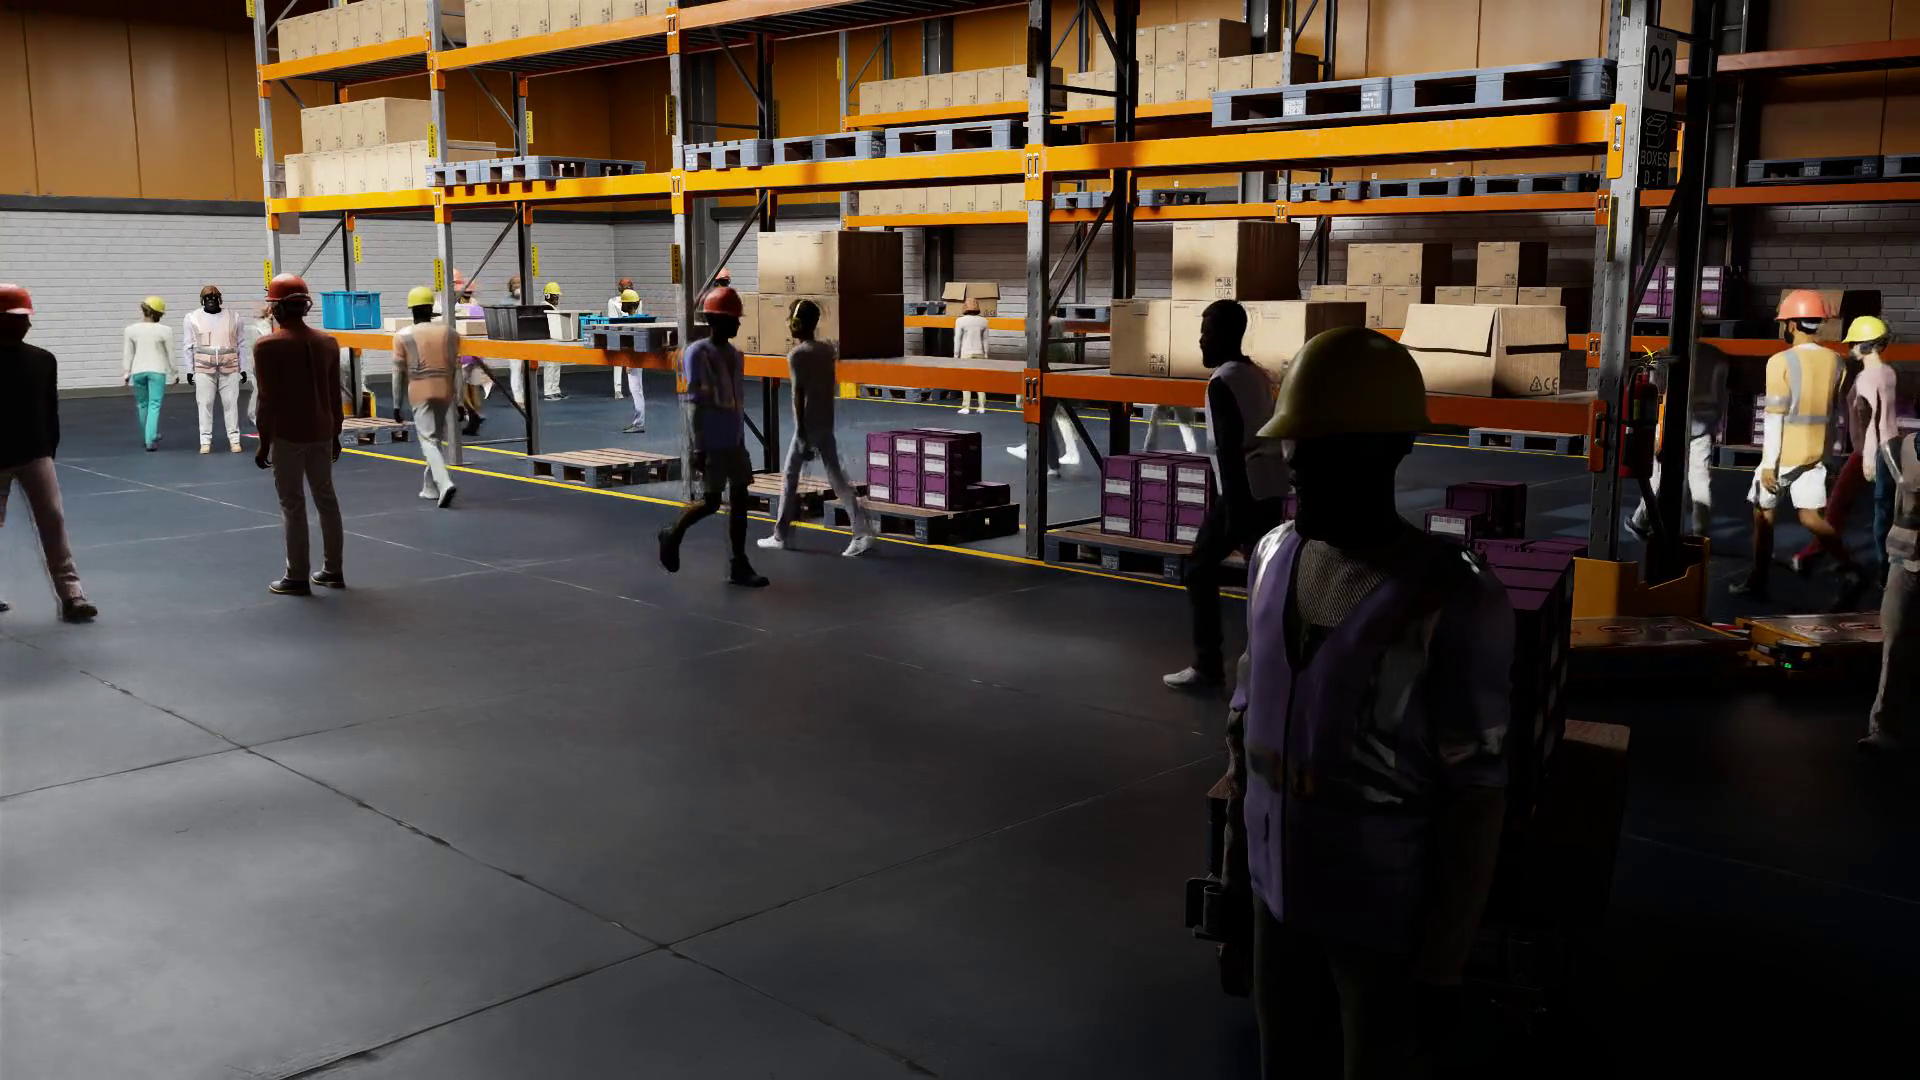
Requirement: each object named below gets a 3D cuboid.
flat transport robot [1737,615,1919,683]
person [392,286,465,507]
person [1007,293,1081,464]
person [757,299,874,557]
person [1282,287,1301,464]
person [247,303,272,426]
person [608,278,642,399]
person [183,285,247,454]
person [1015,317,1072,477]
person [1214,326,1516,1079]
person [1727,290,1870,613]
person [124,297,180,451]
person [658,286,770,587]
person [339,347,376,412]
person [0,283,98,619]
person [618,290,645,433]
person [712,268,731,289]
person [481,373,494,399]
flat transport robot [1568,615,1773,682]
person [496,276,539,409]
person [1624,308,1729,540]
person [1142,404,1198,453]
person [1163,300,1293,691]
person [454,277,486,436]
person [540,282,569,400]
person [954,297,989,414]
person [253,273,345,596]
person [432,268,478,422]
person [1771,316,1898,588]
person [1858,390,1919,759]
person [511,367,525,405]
[{"bbox_3d":[4.629,0.527,8.393,1.431,0.197,0.652,-2,9,-10],"label":"flat transport robot"},{"bbox_3d":[-4.529,-1.233,14.273,0.594,1.888,0.941,-8,12,-40],"label":"person"},{"bbox_3d":[0.865,-1.701,17.321,0.953,1.814,0.520,5,11,28],"label":"person"},{"bbox_3d":[-1.005,-0.787,11.740,1.006,1.824,0.529,8,12,40],"label":"person"},{"bbox_3d":[3.142,-1.527,15.980,0.636,1.911,0.405,-4,10,-25],"label":"person"},{"bbox_3d":[-8.827,-2.215,21.163,0.810,1.598,0.539,7,11,35],"label":"person"},{"bbox_3d":[-5.207,-3.142,25.954,0.583,1.882,0.337,-7,11,-35],"label":"person"},{"bbox_3d":[-8.156,-1.863,18.241,0.637,1.842,0.429,-5,10,-27],"label":"person"},{"bbox_3d":[0.808,-1.416,16.221,0.517,1.598,0.715,-6,11,-31],"label":"person"},{"bbox_3d":[0.654,0.603,2.864,0.364,1.927,0.587,-6,11,-32],"label":"person"},{"bbox_3d":[4.990,-0.515,9.808,0.554,1.908,0.878,-3,10,-17],"label":"person"},{"bbox_3d":[-9.070,-1.856,18.650,0.541,1.704,0.853,0,9,-1],"label":"person"},{"bbox_3d":[-1.583,-0.653,10.605,0.724,1.919,0.560,6,11,33],"label":"person"},{"bbox_3d":[-7.844,-2.295,21.376,0.800,1.695,0.509,7,12,38],"label":"person"},{"bbox_3d":[-5.479,-0.501,9.623,1.043,1.945,0.615,7,12,37],"label":"person"},{"bbox_3d":[-4.054,-2.203,20.559,0.308,1.769,0.525,-1,9,-8],"label":"person"},{"bbox_3d":[-3.452,-2.926,24.147,0.393,2.041,0.614,9,13,43],"label":"person"},{"bbox_3d":[-7.605,-3.089,25.659,0.802,1.880,0.648,1,9,4],"label":"person"},{"bbox_3d":[3.211,0.545,8.284,1.431,0.197,0.652,-2,9,-10],"label":"flat transport robot"},{"bbox_3d":[-6.357,-2.843,24.000,0.652,1.923,0.482,-6,11,-31],"label":"person"},{"bbox_3d":[5.225,-0.829,12.084,0.607,1.780,0.899,0,9,0],"label":"person"},{"bbox_3d":[2.021,-1.383,16.091,0.515,1.587,0.870,-6,11,-34],"label":"person"},{"bbox_3d":[1.306,-0.190,7.897,0.758,1.872,0.607,5,11,29],"label":"person"},{"bbox_3d":[-5.944,-2.205,20.096,0.458,1.920,0.558,8,12,39],"label":"person"},{"bbox_3d":[-6.287,-3.055,25.636,0.403,1.816,0.605,1,9,6],"label":"person"},{"bbox_3d":[0.167,-2.573,23.264,0.507,1.627,0.279,-4,10,-24],"label":"person"},{"bbox_3d":[-4.123,-0.654,10.363,0.388,1.992,0.625,5,11,29],"label":"person"},{"bbox_3d":[-6.655,-2.565,21.927,0.608,2.045,0.392,-2,9,-10],"label":"person"},{"bbox_3d":[5.725,-0.545,10.544,0.549,1.717,0.942,-7,12,-38],"label":"person"},{"bbox_3d":[4.033,0.114,6.872,0.530,1.581,0.887,9,13,43],"label":"person"},{"bbox_3d":[-6.614,-2.991,25.007,0.541,1.903,0.940,-7,11,-36],"label":"person"}]
